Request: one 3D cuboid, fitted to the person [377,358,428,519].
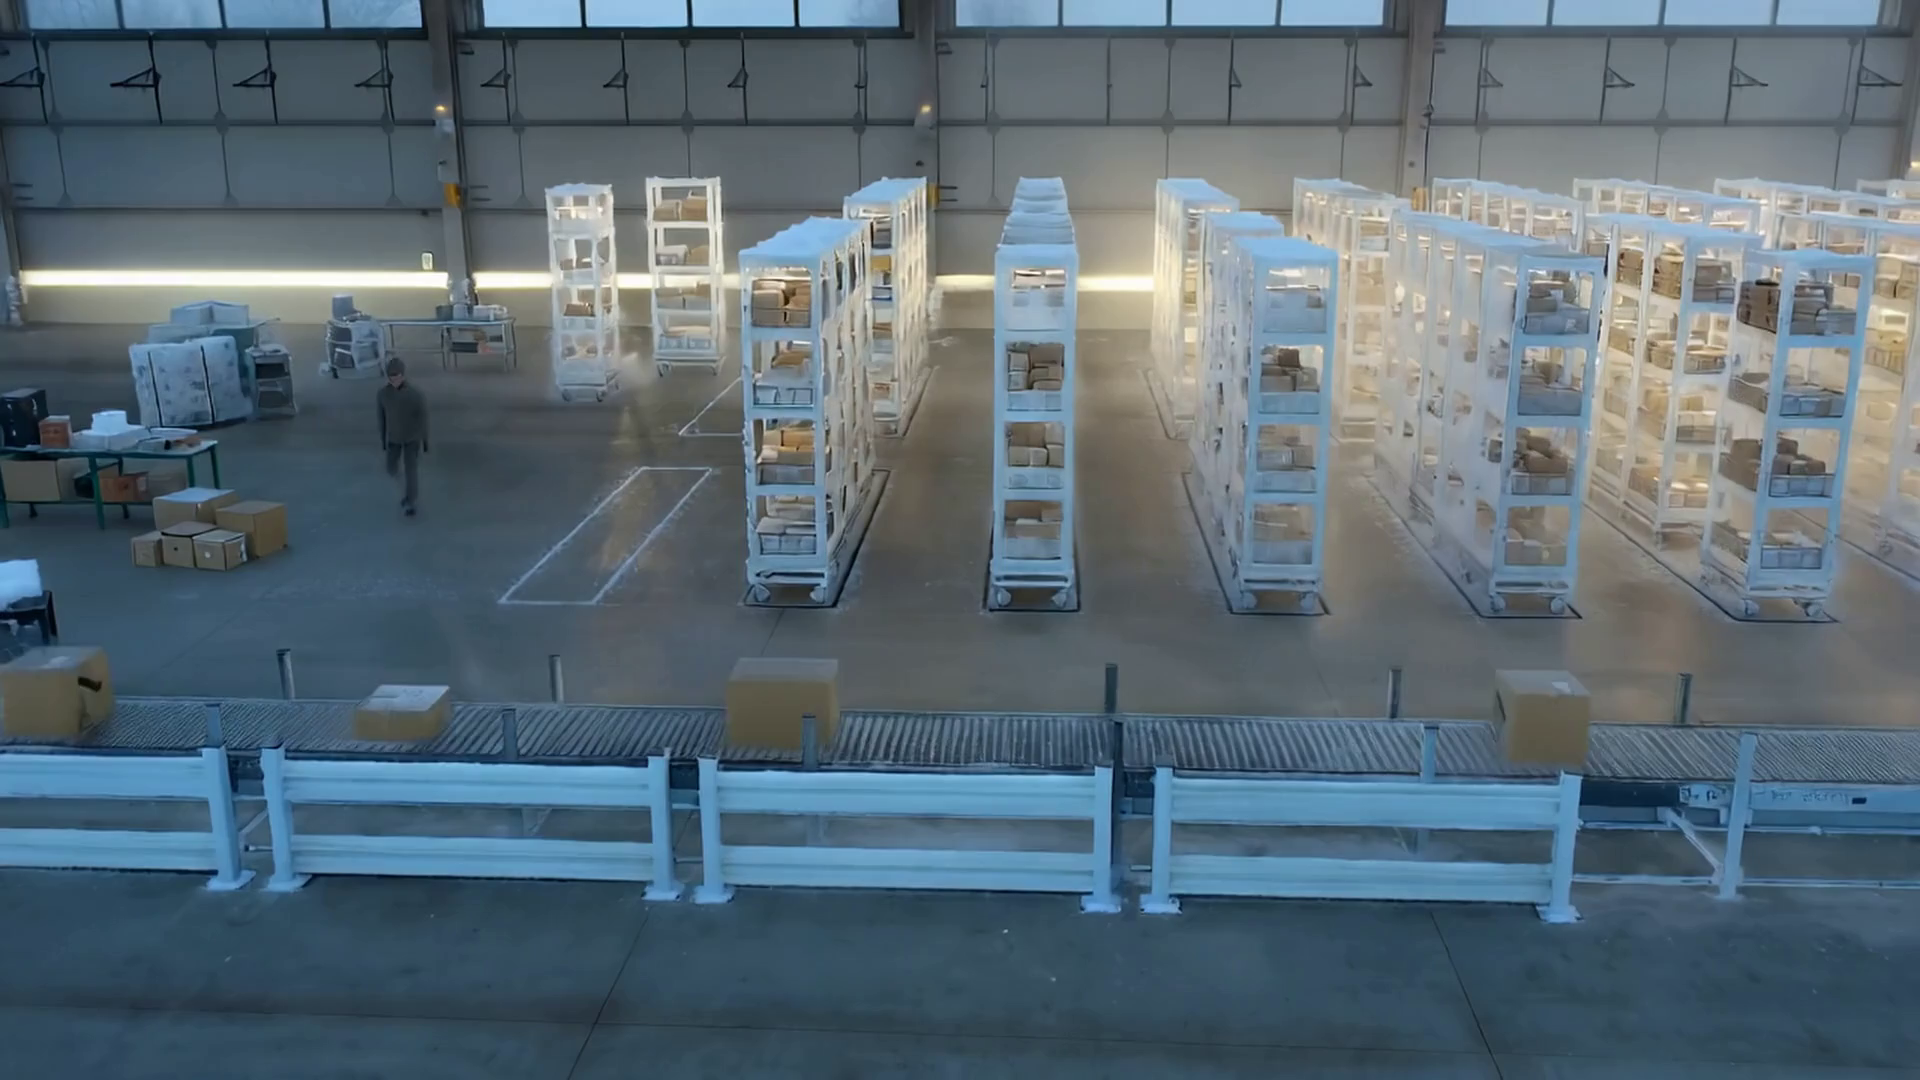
[{"bbox_3d":[-6.849,-1.269,20.505,0.619,1.981,0.504,1,15,2],"label":"person"}]
